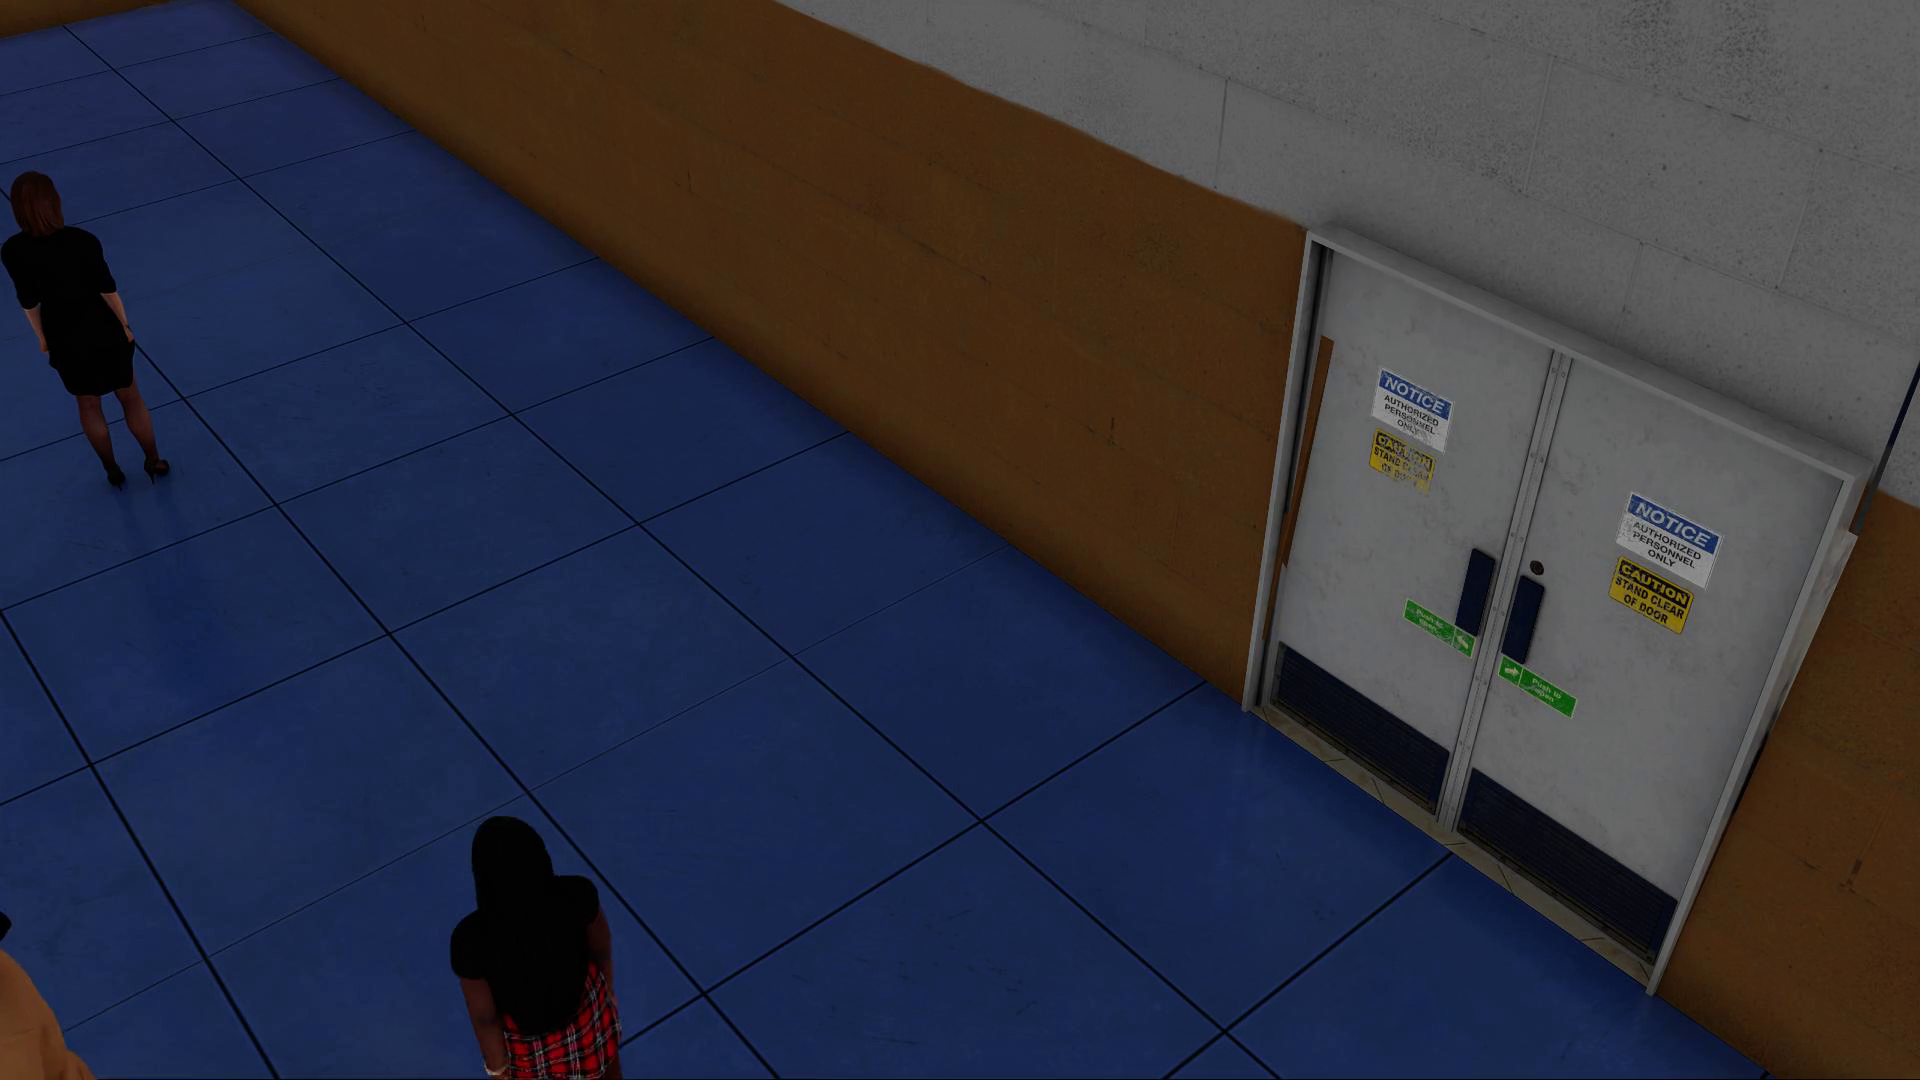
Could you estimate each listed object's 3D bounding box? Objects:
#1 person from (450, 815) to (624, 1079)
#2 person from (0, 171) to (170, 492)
[{"bbox_3d":[-1.148,1.516,4.857,1.180,1.677,0.787,-21,42,-25],"label":"person"},{"bbox_3d":[-4.302,-1.001,8.173,0.555,1.705,0.709,-12,38,-15],"label":"person"}]
